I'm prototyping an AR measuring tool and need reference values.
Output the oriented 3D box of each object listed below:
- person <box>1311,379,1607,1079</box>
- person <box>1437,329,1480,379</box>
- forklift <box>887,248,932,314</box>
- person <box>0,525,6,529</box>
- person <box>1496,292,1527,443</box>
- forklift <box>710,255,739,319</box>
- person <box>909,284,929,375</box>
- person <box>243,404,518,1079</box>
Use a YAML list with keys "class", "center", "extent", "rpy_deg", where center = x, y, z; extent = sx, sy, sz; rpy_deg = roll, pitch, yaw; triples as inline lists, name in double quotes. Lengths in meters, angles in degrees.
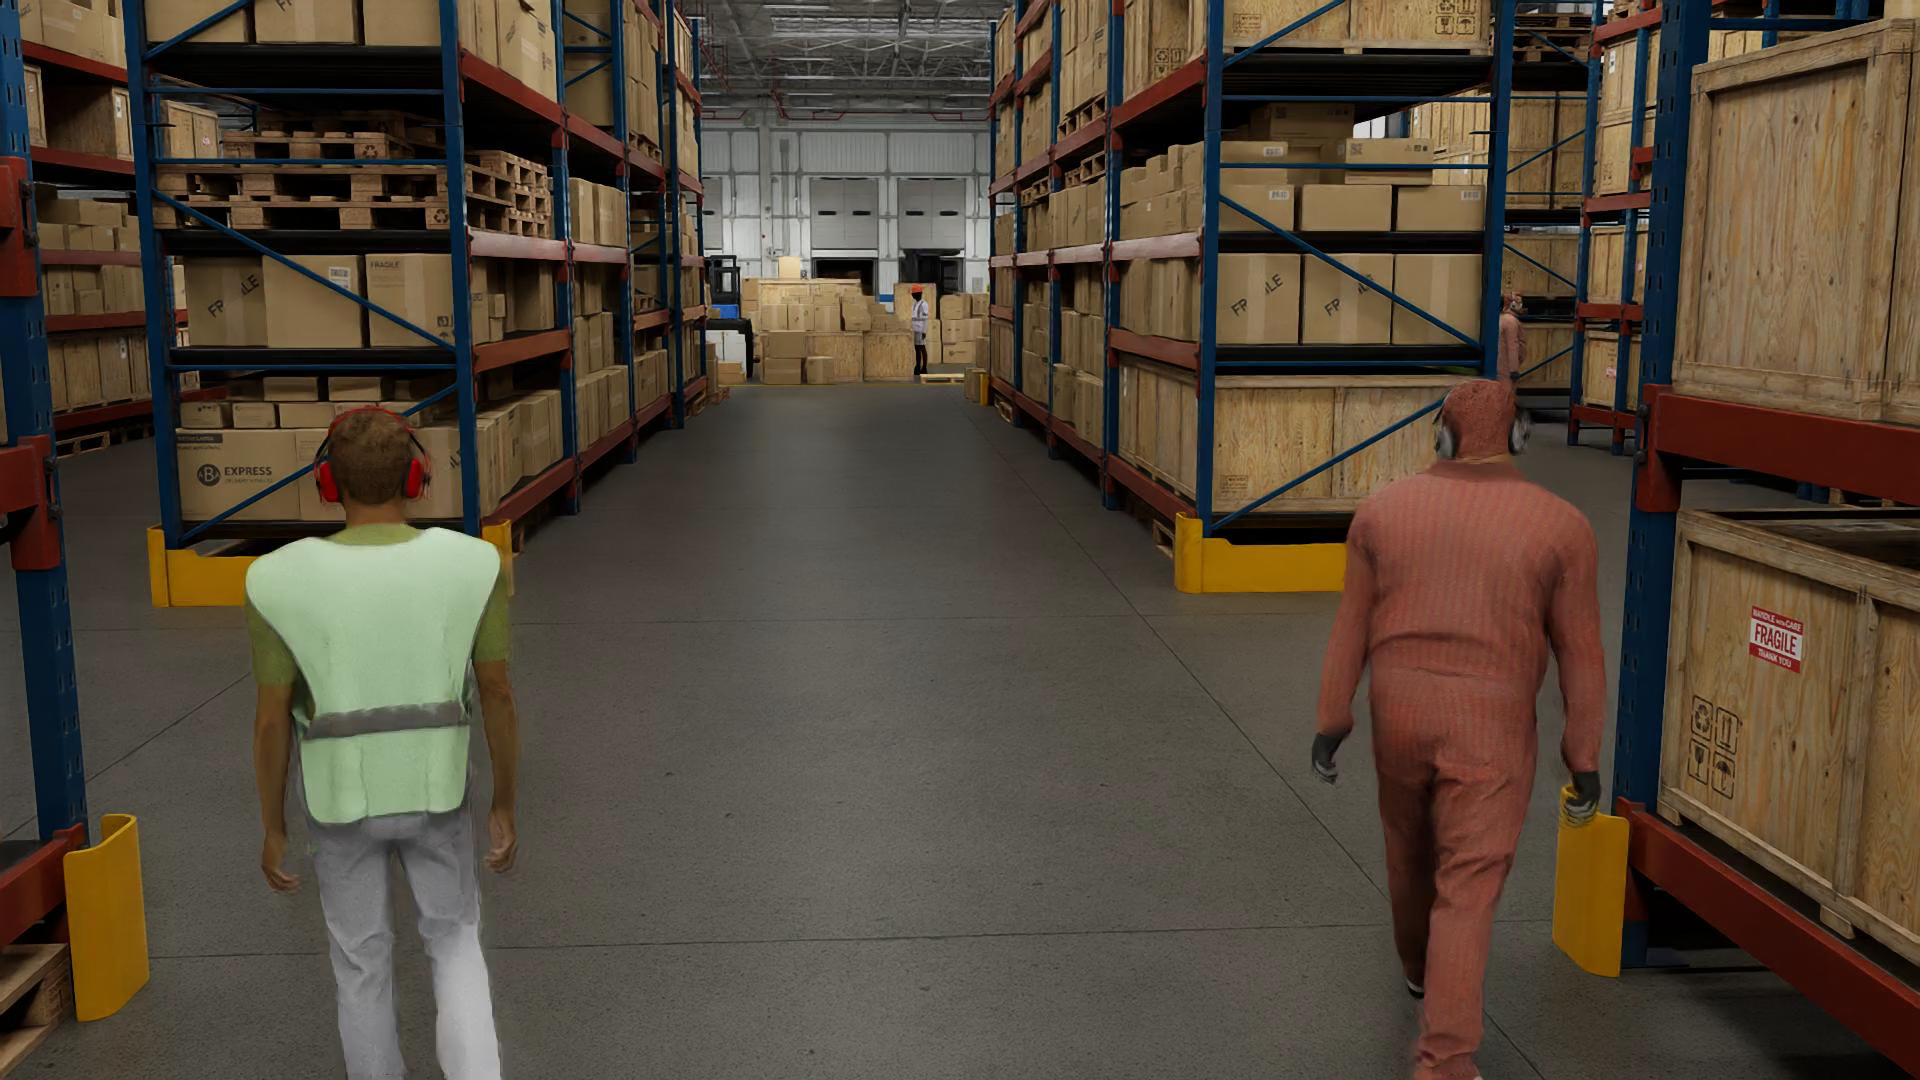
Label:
- class: "person"
  center: [1.352, 0.502, 4.455]
  extent: [0.731, 1.836, 1.031]
  rpy_deg: [6, 11, 33]
- class: "person"
  center: [4.512, -1.100, 14.960]
  extent: [0.319, 1.690, 0.530]
  rpy_deg: [-6, 11, -35]
- class: "forklift"
  center: [-1.126, -6.429, 44.700]
  extent: [1.873, 2.768, 1.129]
  rpy_deg: [6, 11, 33]
- class: "person"
  center: [-7.936, -0.931, 13.474]
  extent: [0.629, 1.828, 0.449]
  rpy_deg: [3, 10, 19]
- class: "person"
  center: [6.958, -2.178, 21.051]
  extent: [0.405, 1.911, 0.636]
  rpy_deg: [0, 9, 2]
- class: "forklift"
  center: [-8.368, -8.713, 59.038]
  extent: [1.129, 2.768, 1.873]
  rpy_deg: [-1, 9, -4]
- class: "person"
  center: [-0.883, -4.455, 35.272]
  extent: [0.376, 1.933, 0.544]
  rpy_deg: [-5, 10, -29]
- class: "person"
  center: [-1.295, 0.611, 3.791]
  extent: [0.565, 1.831, 0.525]
  rpy_deg: [-5, 10, -28]
